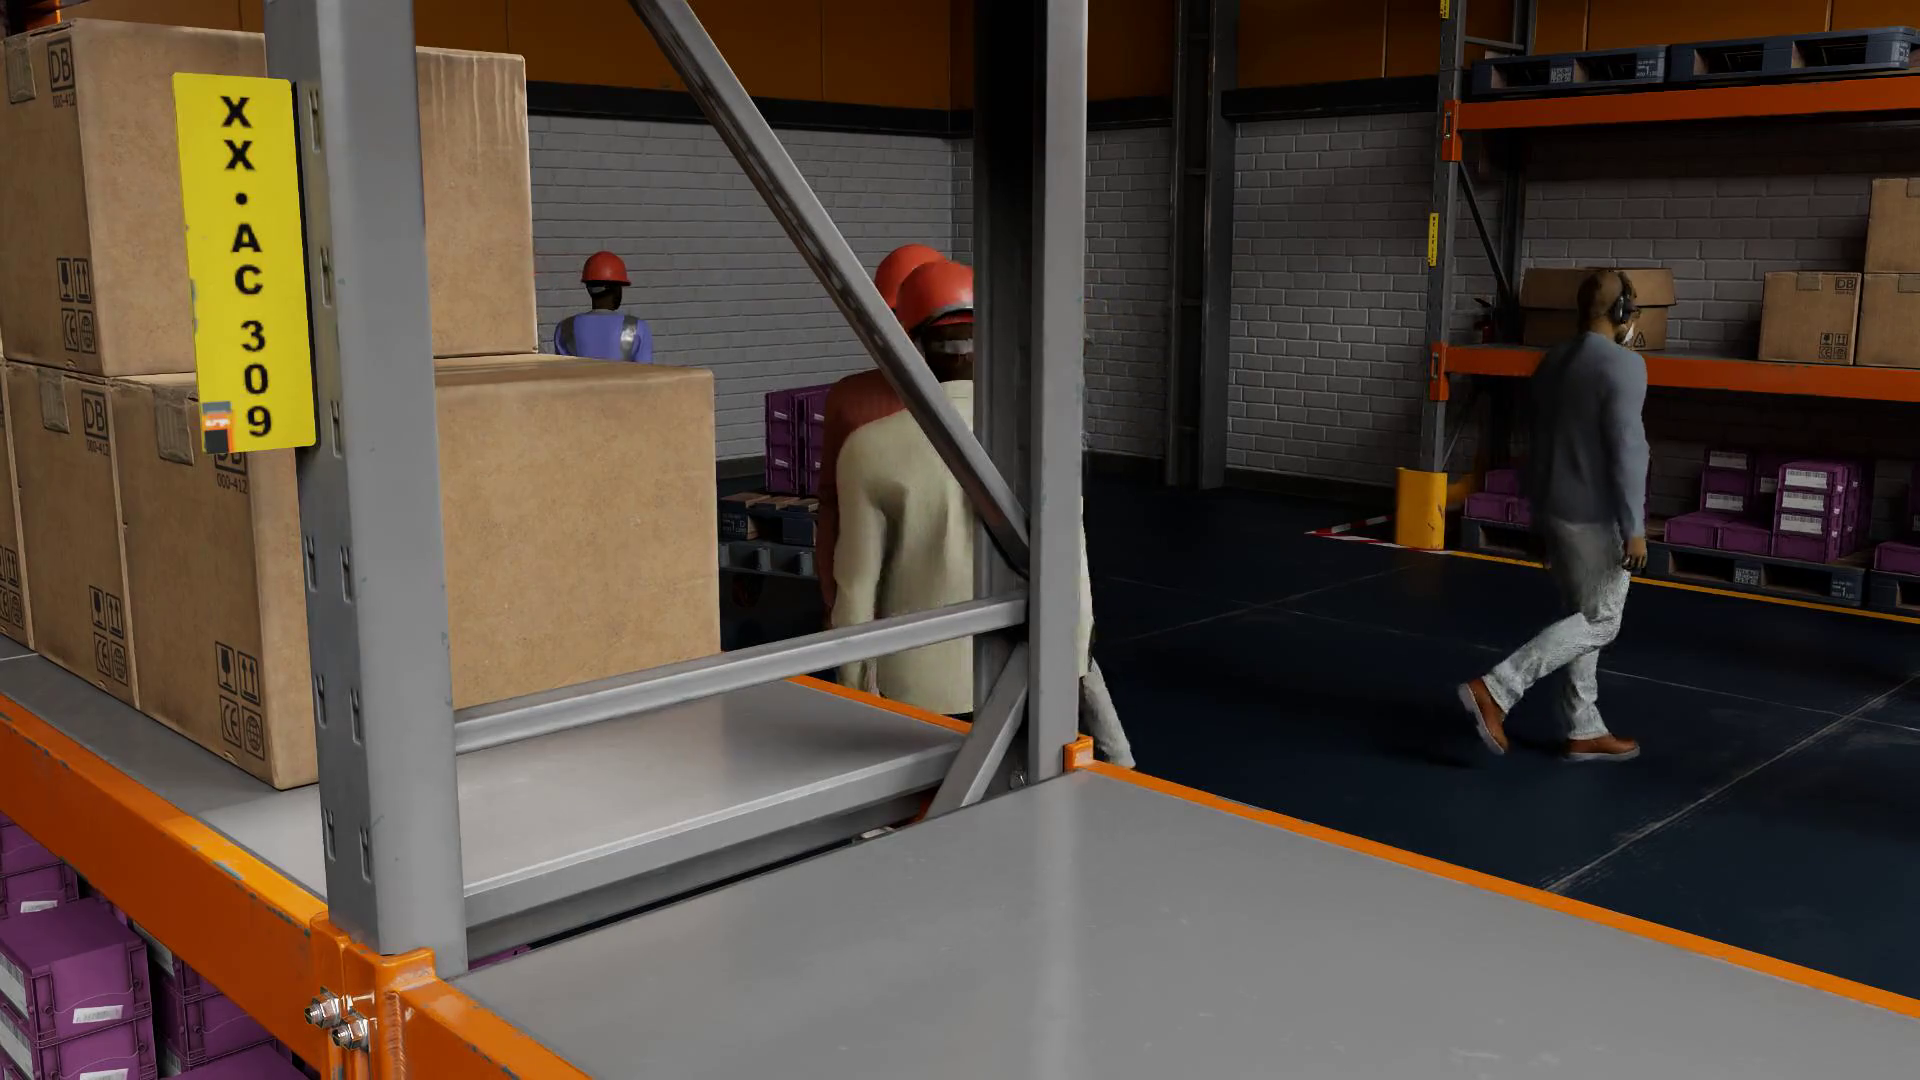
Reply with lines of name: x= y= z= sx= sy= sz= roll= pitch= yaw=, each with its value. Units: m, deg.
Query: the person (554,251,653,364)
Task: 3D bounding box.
person: x=-1.934 y=-0.610 z=9.159 sx=0.549 sy=1.933 sz=0.373 roll=0 pitch=10 yaw=2

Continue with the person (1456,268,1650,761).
person: x=2.266 y=-0.067 z=6.304 sx=0.716 sy=1.902 sz=0.691 roll=-1 pitch=10 yaw=-7

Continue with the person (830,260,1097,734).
person: x=0.024 y=0.331 z=3.950 sx=0.645 sy=1.964 sz=0.601 roll=-3 pitch=11 yaw=-16

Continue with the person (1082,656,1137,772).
person: x=0.198 y=0.092 z=5.832 sx=1.002 sy=1.772 sz=0.586 roll=1 pitch=10 yaw=4

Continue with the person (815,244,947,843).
person: x=-0.121 y=0.179 z=4.689 sx=0.608 sy=1.996 sz=0.381 roll=3 pitch=11 yaw=14
